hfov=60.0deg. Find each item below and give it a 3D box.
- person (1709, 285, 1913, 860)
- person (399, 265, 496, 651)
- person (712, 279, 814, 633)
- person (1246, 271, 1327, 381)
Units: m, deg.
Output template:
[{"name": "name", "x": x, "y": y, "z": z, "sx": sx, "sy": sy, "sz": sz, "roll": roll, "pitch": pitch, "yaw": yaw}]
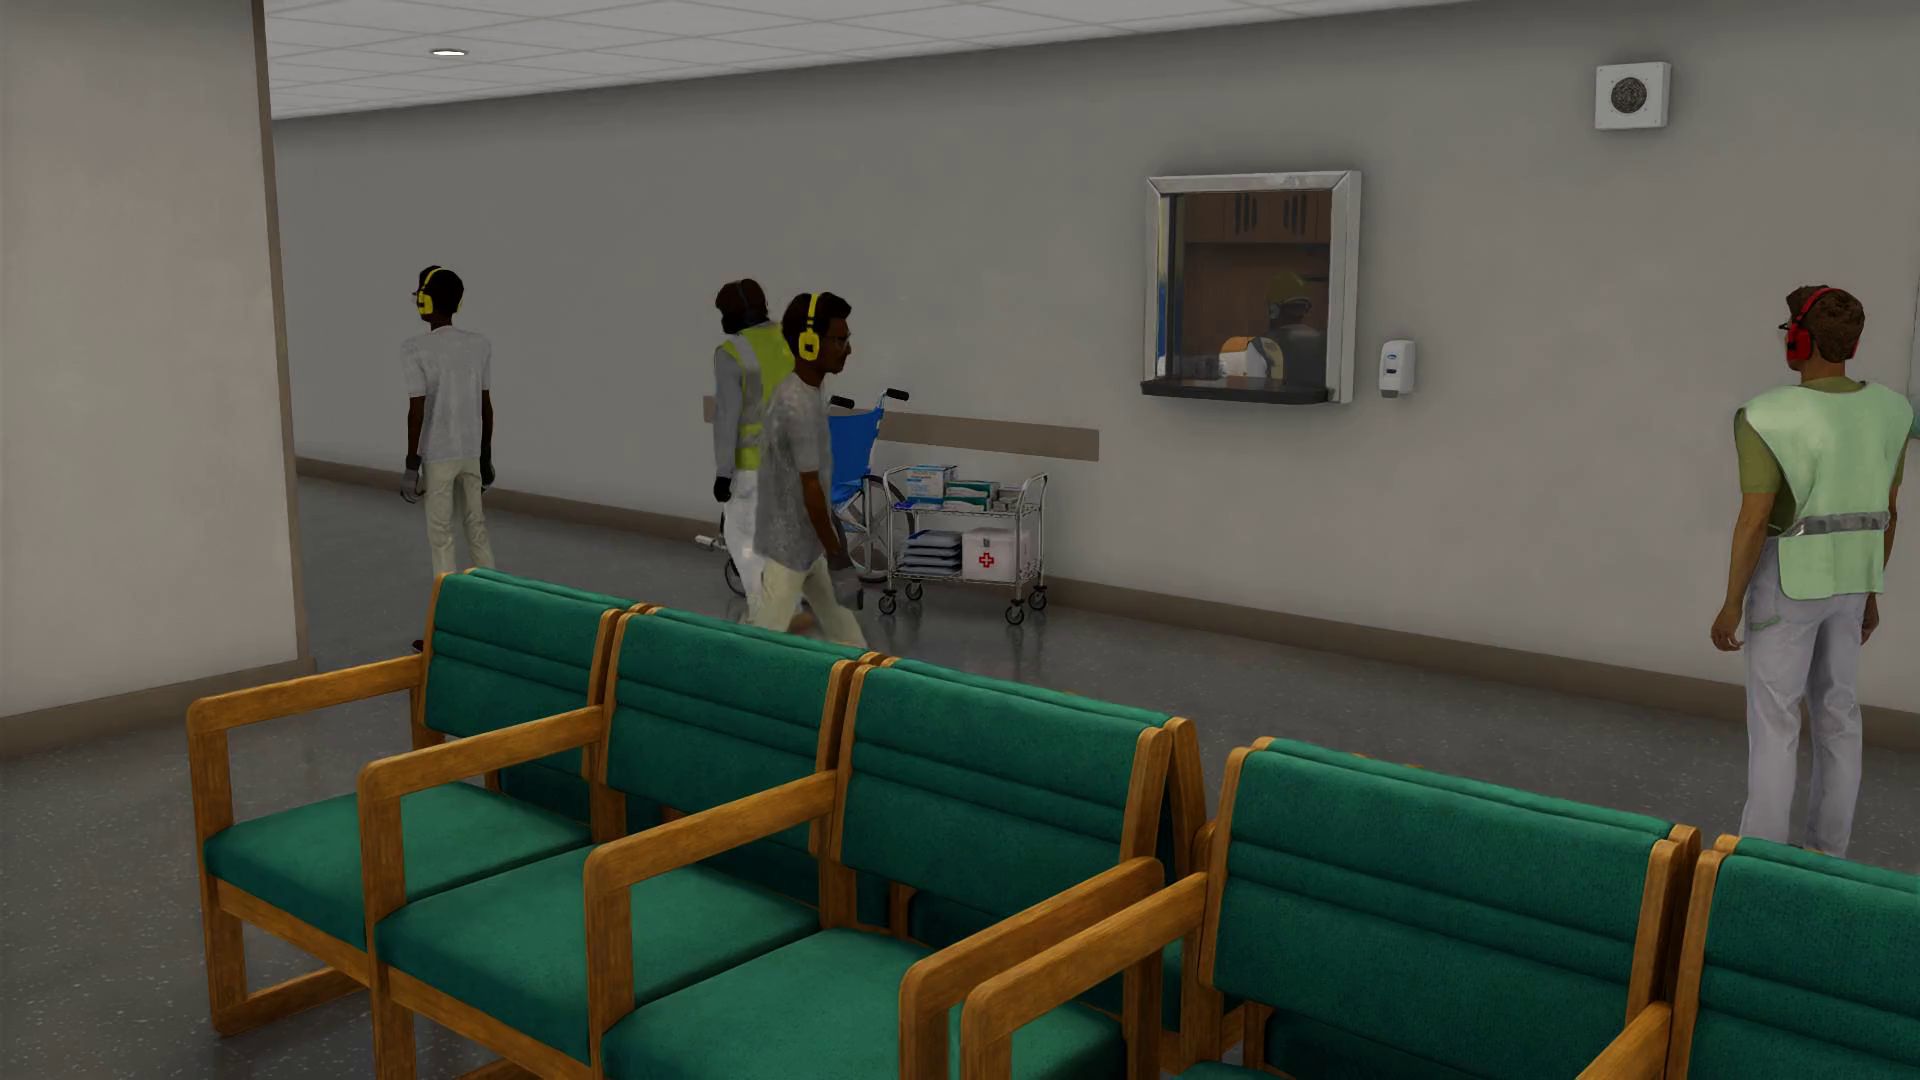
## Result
[{"name": "person", "x": 2.552, "y": 0.167, "z": 5.010, "sx": 0.565, "sy": 1.850, "sz": 0.390, "roll": -3, "pitch": 10, "yaw": -15}, {"name": "person", "x": -2.485, "y": -0.383, "z": 8.067, "sx": 0.328, "sy": 1.877, "sz": 0.513, "roll": 7, "pitch": 12, "yaw": 35}, {"name": "person", "x": -0.951, "y": -0.388, "z": 8.319, "sx": 0.724, "sy": 1.813, "sz": 0.430, "roll": -9, "pitch": 13, "yaw": -41}, {"name": "person", "x": 1.774, "y": -0.549, "z": 9.127, "sx": 0.590, "sy": 1.833, "sz": 0.404, "roll": -5, "pitch": 11, "yaw": -27}]
